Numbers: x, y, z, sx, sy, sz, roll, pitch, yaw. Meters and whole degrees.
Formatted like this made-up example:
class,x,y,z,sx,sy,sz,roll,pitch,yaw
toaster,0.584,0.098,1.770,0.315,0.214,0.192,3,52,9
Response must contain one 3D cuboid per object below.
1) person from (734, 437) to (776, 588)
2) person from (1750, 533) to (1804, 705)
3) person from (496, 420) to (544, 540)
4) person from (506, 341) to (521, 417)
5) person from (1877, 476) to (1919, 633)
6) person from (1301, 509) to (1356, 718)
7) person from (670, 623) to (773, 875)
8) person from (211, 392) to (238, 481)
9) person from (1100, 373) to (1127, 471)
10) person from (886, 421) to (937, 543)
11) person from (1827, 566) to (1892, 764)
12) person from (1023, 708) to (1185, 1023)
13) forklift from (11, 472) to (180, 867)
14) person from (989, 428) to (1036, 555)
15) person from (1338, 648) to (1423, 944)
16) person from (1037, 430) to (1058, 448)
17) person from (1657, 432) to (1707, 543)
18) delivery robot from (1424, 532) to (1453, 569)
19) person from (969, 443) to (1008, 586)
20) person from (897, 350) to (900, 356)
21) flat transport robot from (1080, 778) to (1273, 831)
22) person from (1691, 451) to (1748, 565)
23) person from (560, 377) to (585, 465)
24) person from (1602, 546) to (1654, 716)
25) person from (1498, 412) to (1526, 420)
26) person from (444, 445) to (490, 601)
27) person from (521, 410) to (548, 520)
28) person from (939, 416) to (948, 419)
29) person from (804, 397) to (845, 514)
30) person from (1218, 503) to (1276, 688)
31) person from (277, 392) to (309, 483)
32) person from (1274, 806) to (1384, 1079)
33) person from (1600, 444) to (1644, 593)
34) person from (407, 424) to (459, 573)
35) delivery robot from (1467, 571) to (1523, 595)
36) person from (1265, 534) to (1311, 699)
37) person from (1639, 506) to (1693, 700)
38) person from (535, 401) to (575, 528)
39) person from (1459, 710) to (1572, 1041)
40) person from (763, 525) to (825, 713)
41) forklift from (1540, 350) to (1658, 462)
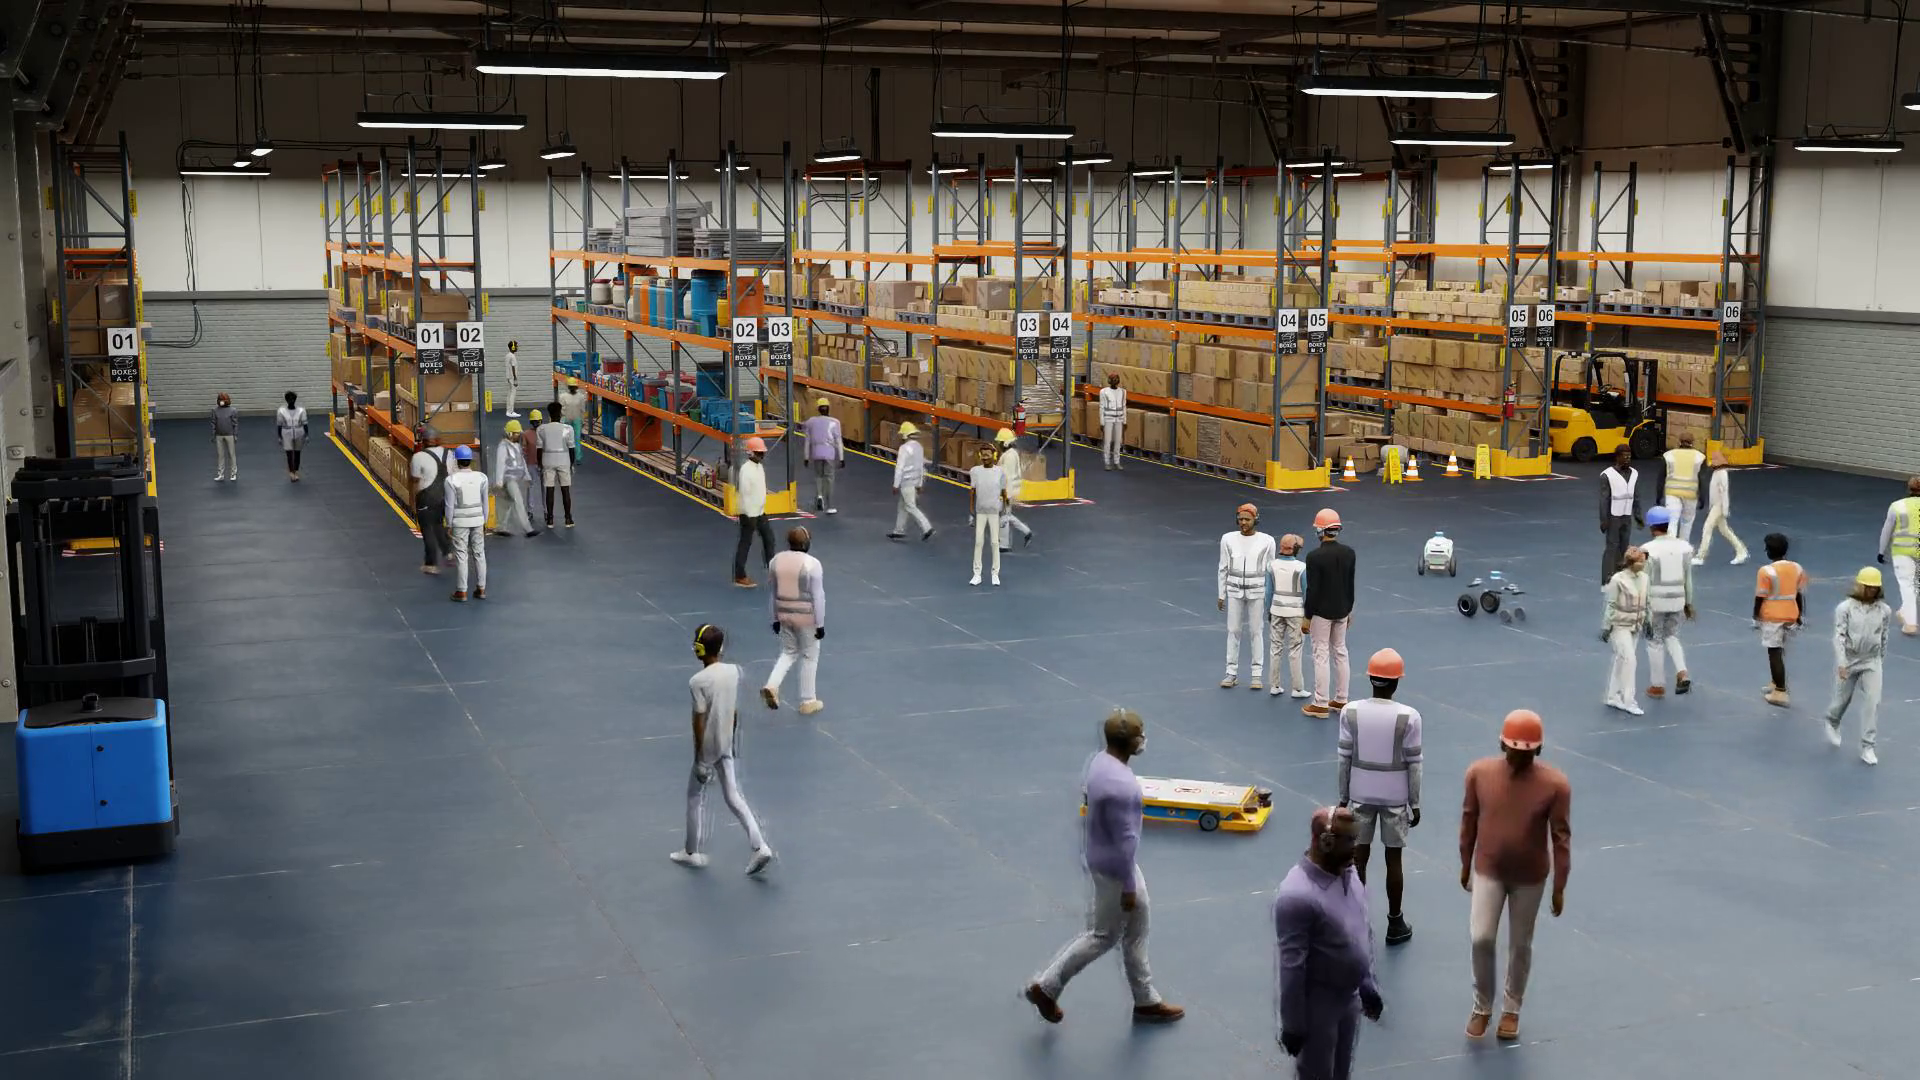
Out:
class,x,y,z,sx,sy,sz,roll,pitch,yaw
person,-2.555,-0.350,27.096,0.863,1.958,0.644,3,9,19
person,7.994,0.757,20.642,0.549,1.670,0.633,-4,9,-23
person,-6.584,-0.892,31.289,0.904,1.785,0.620,1,9,7
person,-11.022,-3.970,51.577,0.320,1.862,0.510,-4,9,-26
person,11.028,0.157,24.297,0.635,1.798,0.957,1,9,4
person,3.509,0.692,20.047,0.621,1.992,0.397,-6,10,-34
person,-1.737,1.507,15.163,0.916,1.842,0.528,7,11,39
person,-13.550,-1.912,38.597,0.500,1.635,0.287,0,9,2
person,2.947,-2.276,40.251,0.593,1.881,0.369,-3,9,-21
person,-0.711,-0.859,31.050,0.855,1.805,0.593,4,9,23
person,7.949,1.058,18.536,0.485,1.715,0.752,1,9,7
person,0.841,1.913,12.220,0.912,1.910,0.642,0,9,-3
forklift,-6.630,0.886,15.957,1.129,2.768,1.873,-3,9,-21
person,0.743,-0.698,29.931,0.580,1.817,0.599,1,9,4
person,2.760,1.666,13.744,0.552,1.935,0.369,4,9,24
person,1.819,-2.869,44.036,0.575,1.909,0.724,-4,9,-24
person,10.164,-0.627,29.514,0.653,1.807,0.947,3,9,21
delivery robot,6.485,0.136,28.362,0.477,0.478,0.707,2,9,16
person,0.369,-0.343,27.358,0.514,1.872,0.332,1,9,9
person,-1.490,-3.387,47.078,0.609,2.044,0.394,2,9,14
flat transport robot,1.728,2.080,16.652,1.431,0.197,0.652,3,9,18
person,10.532,-0.449,28.992,0.844,1.594,0.498,1,9,10
person,-7.656,-2.376,41.377,0.513,1.728,0.874,-2,9,-15
person,6.484,0.872,20.092,0.537,1.609,0.693,-6,10,-33
person,11.057,-2.576,42.118,0.640,1.913,0.846,-3,9,-21
person,-6.185,-0.216,26.254,0.612,1.947,0.388,-8,12,-42
person,-6.745,-1.203,33.439,0.533,1.767,0.327,-1,9,-7
person,-0.378,-3.916,50.998,0.639,1.920,0.442,-3,9,-17
person,-2.212,-1.370,34.131,0.707,1.889,0.503,2,9,13
person,2.903,0.565,21.259,0.584,1.882,0.345,3,9,17
person,-12.216,-1.885,38.373,0.544,1.647,0.861,-4,9,-24
person,1.775,2.223,10.168,0.429,1.895,0.699,7,11,38
person,8.435,-0.282,26.821,0.610,1.915,0.424,-5,10,-31
person,-7.174,-0.558,28.372,0.536,2.000,0.694,6,11,36
delivery robot,6.419,0.494,25.115,0.335,0.223,0.698,-6,10,-36
person,3.268,0.755,20.815,0.512,1.638,0.312,7,11,40
person,6.941,0.628,20.700,0.622,1.925,0.501,-2,9,-16
person,-6.284,-1.172,32.573,0.608,1.963,0.372,-1,9,-6
person,3.156,1.919,11.948,0.637,1.961,0.655,3,9,19
person,-1.586,0.772,20.061,0.624,1.830,0.619,6,10,34
forklift,12.897,-2.725,42.309,2.313,2.155,1.214,-3,9,-21
